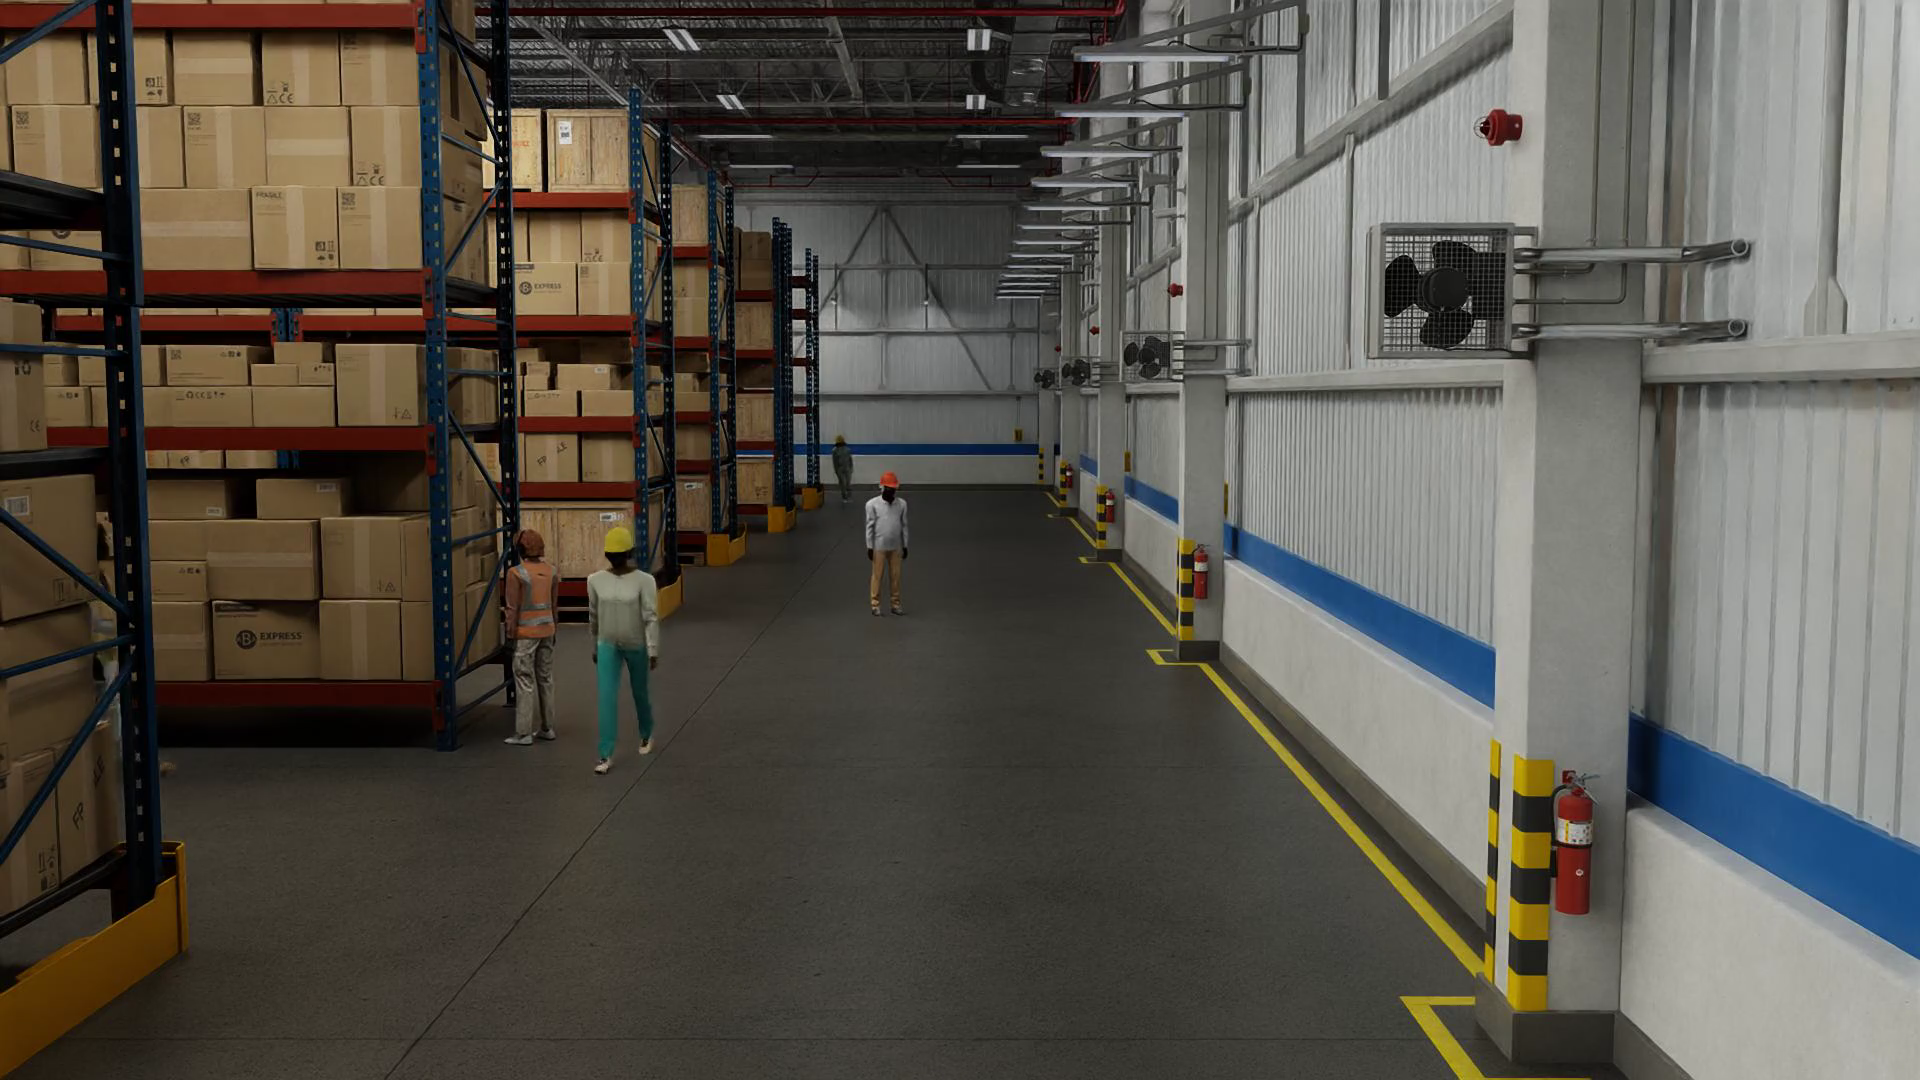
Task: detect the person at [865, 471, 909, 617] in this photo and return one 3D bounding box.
[{"bbox_3d":[-0.860,0.052,19.856,0.567,1.744,0.352,-3,6,-29],"label":"person"}]

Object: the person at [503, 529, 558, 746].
[{"bbox_3d":[-3.236,0.732,12.585,0.321,1.631,0.526,3,6,29],"label":"person"}]

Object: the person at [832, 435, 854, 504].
[{"bbox_3d":[-2.860,-1.725,40.842,0.540,1.685,0.722,0,5,-5],"label":"person"}]

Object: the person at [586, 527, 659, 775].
[{"bbox_3d":[-2.396,0.750,11.906,0.530,1.713,0.934,0,5,1],"label":"person"}]

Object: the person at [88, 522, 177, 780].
[{"bbox_3d":[-5.889,0.774,11.194,0.975,1.802,0.615,0,5,-5],"label":"person"}]
